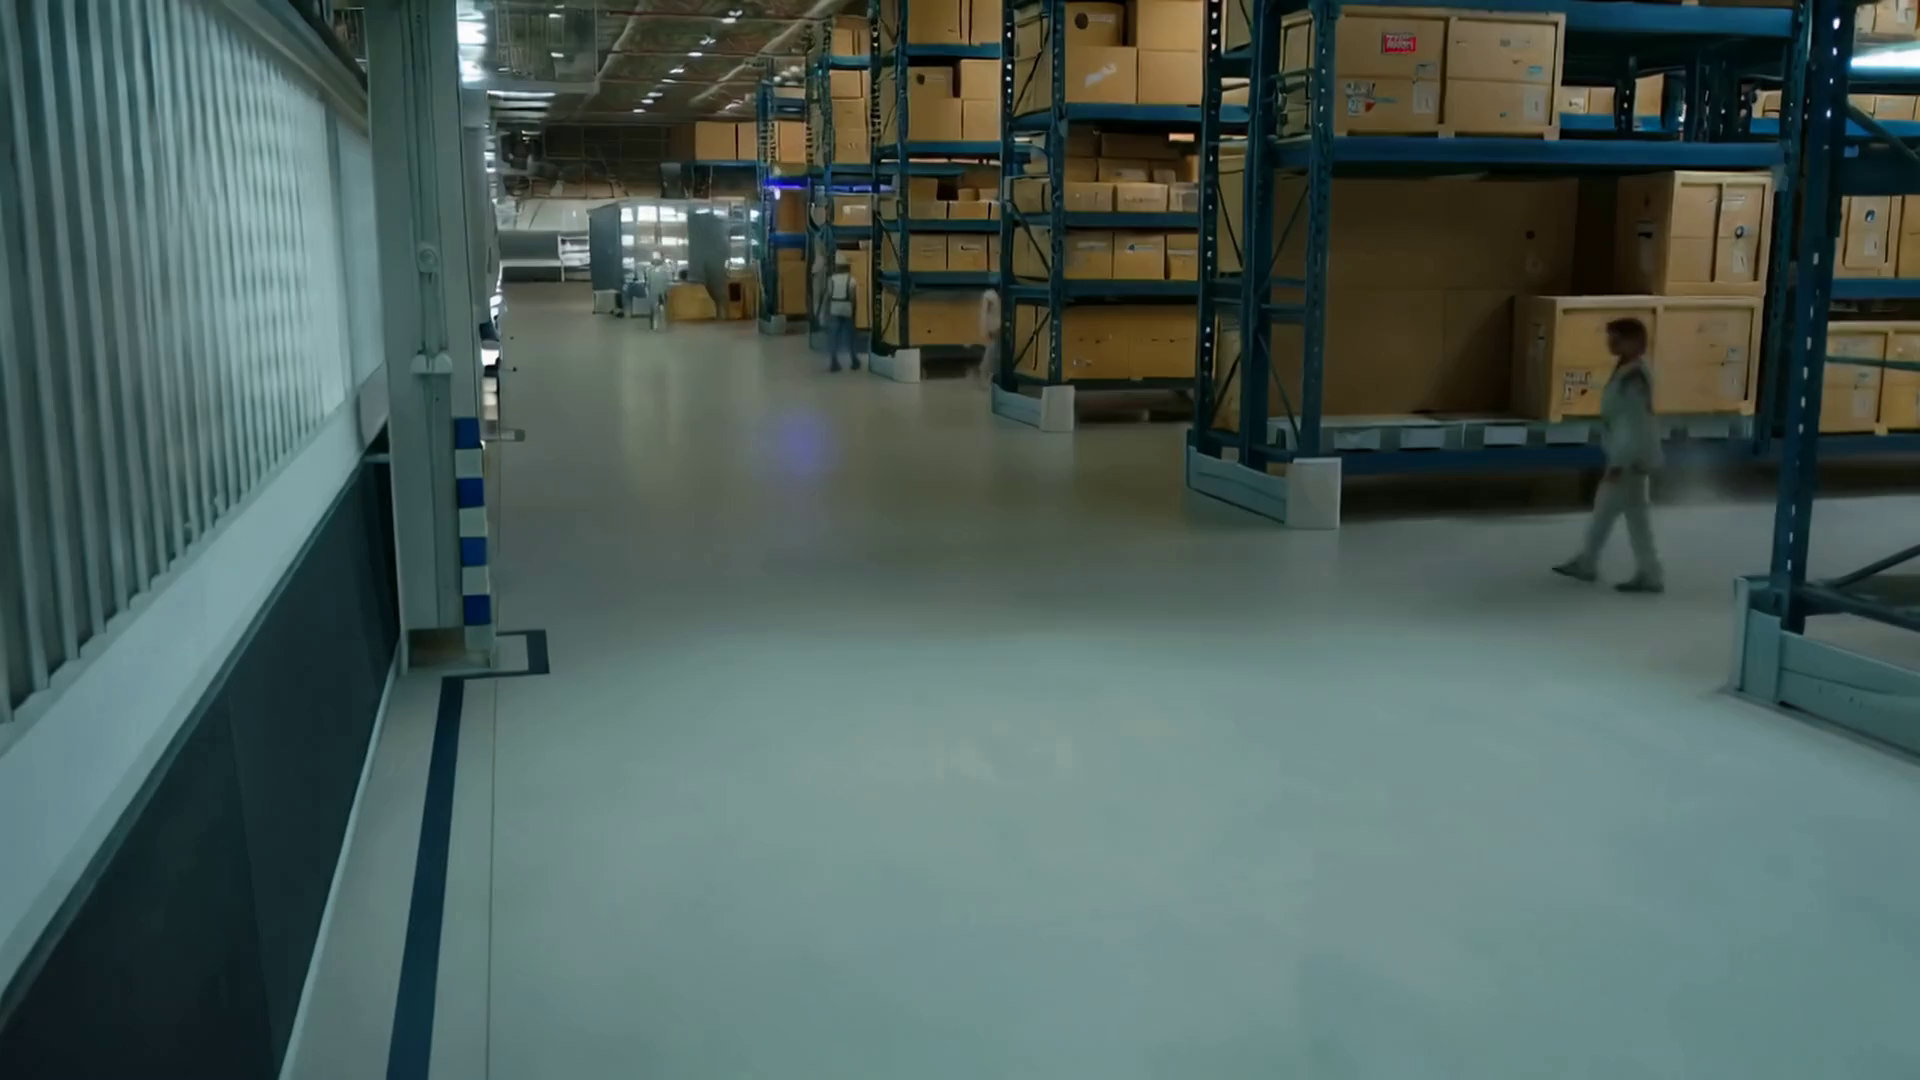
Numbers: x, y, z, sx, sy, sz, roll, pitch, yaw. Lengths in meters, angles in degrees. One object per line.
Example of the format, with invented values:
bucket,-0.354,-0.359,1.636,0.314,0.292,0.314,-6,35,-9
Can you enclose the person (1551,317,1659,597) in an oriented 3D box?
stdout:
person,3.780,-0.489,9.714,0.757,1.602,0.545,7,12,36

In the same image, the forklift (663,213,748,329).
forklift,-6.321,-6.601,40.751,1.873,2.768,1.129,-7,12,-34

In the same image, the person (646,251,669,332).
person,-7.190,-5.897,39.507,0.547,1.921,0.655,-4,11,-22

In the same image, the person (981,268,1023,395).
person,0.567,-2.817,22.571,0.723,1.720,0.584,7,12,36

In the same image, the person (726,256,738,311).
person,-6.583,-7.323,48.096,0.485,1.735,0.347,6,12,30

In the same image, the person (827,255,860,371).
person,-1.921,-3.710,27.236,0.562,1.875,1.039,3,10,15
